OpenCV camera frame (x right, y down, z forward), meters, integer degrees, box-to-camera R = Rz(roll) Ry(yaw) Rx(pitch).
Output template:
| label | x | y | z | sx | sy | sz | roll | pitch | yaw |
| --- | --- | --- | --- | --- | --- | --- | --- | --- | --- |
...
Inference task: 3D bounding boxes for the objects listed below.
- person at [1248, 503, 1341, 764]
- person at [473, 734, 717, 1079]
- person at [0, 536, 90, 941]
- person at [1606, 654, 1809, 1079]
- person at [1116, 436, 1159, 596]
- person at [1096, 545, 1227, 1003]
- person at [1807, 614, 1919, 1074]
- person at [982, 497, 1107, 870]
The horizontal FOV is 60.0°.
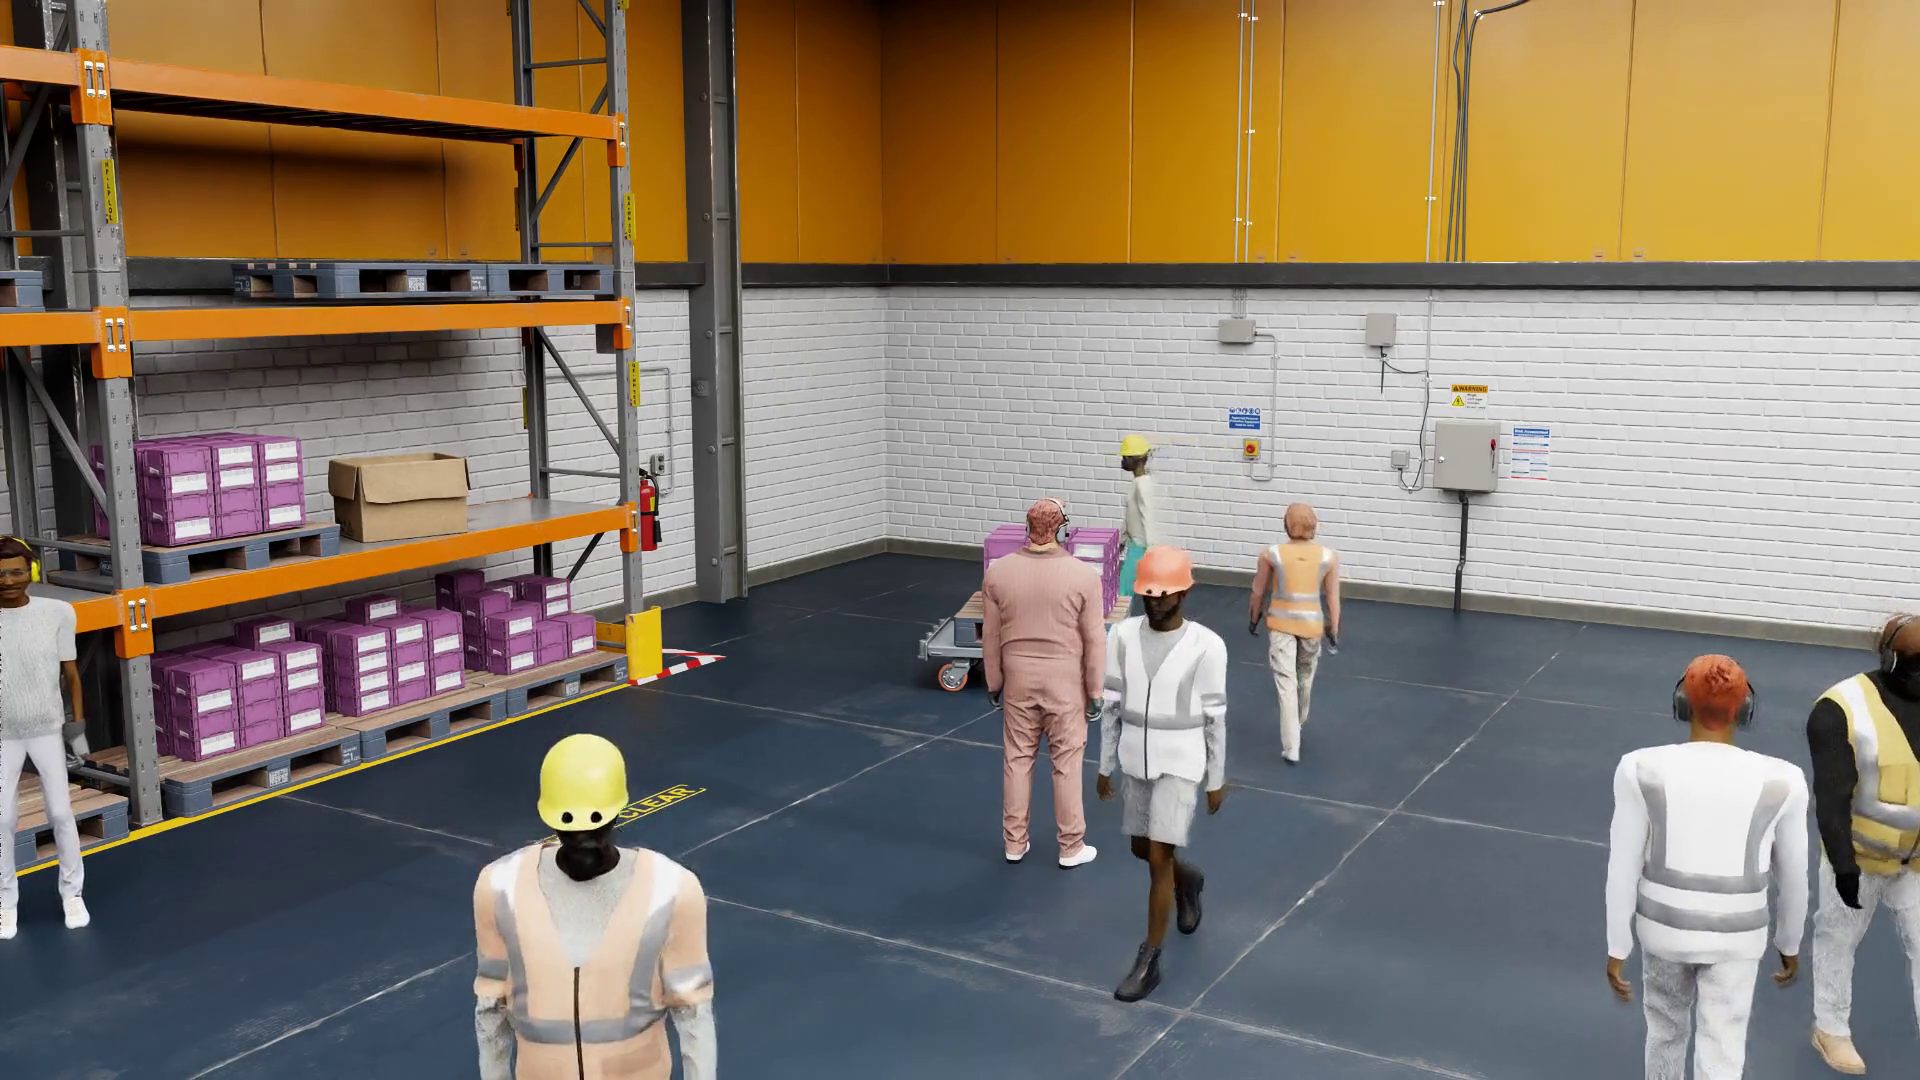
| label | x | y | z | sx | sy | sz | roll | pitch | yaw |
| --- | --- | --- | --- | --- | --- | --- | --- | --- | --- |
| person | 2.107 | 0.560 | 10.534 | 0.534 | 1.587 | 0.900 | 0 | 9 | -2 |
| person | -0.924 | 1.422 | 4.156 | 0.629 | 1.900 | 0.713 | -1 | 9 | -3 |
| person | -4.280 | 0.898 | 7.617 | 0.509 | 1.853 | 0.318 | -5 | 10 | -26 |
| person | 2.390 | 1.275 | 5.351 | 0.589 | 1.831 | 1.009 | 4 | 10 | 23 |
| person | 1.405 | 0.016 | 13.501 | 0.899 | 1.716 | 0.545 | 1 | 9 | 4 |
| person | 0.900 | 0.939 | 7.185 | 0.547 | 1.910 | 0.880 | 6 | 11 | 34 |
| person | 3.420 | 1.174 | 6.013 | 0.637 | 1.801 | 0.925 | 0 | 9 | 2 |
| person | 0.444 | 0.728 | 8.498 | 0.654 | 1.906 | 0.408 | 3 | 10 | 20 |
